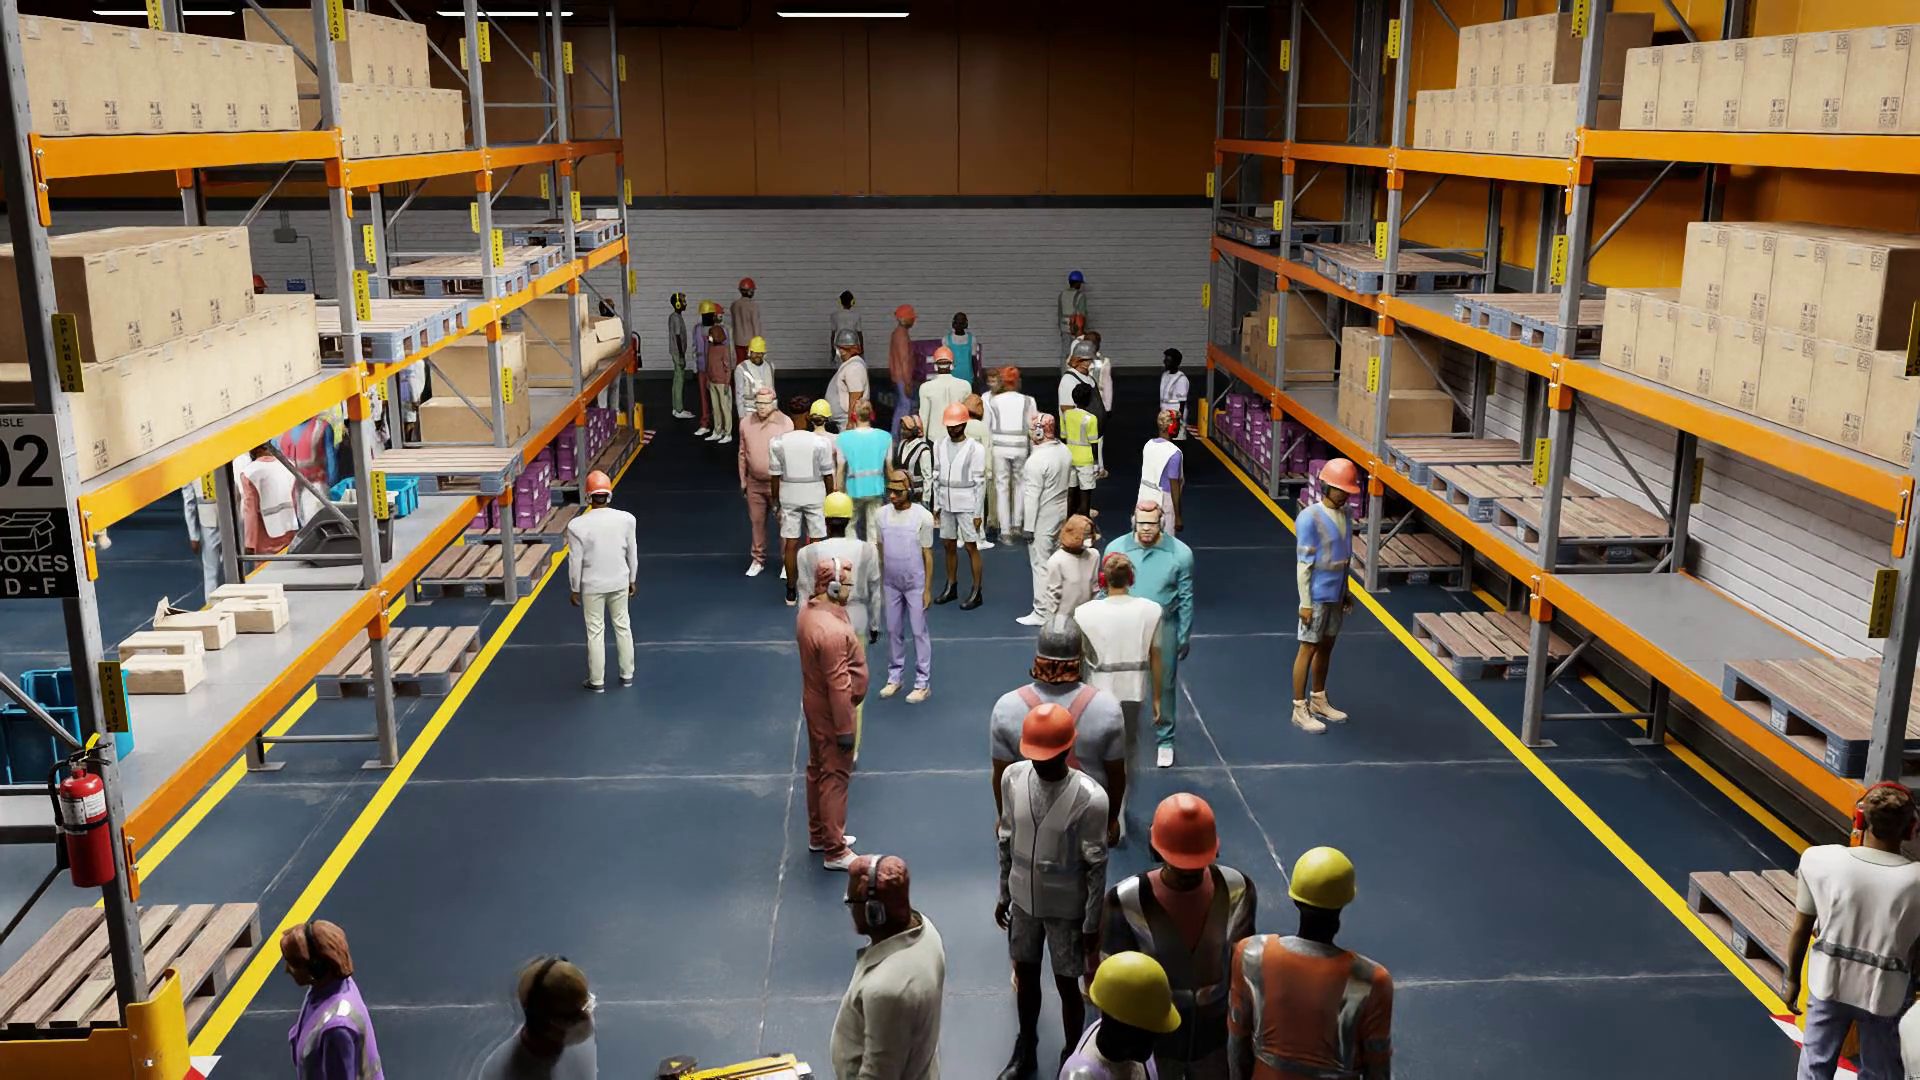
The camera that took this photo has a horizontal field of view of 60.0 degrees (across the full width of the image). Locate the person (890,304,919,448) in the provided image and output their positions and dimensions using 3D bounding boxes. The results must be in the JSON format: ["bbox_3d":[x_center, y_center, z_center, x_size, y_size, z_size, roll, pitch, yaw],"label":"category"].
[{"bbox_3d":[-0.748,-2.190,22.418,0.396,1.991,0.623,-3,15,-12],"label":"person"}]

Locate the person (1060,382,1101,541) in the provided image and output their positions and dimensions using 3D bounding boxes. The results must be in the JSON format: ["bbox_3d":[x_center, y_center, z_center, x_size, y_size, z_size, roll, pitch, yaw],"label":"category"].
[{"bbox_3d":[1.283,-0.828,17.657,0.318,1.697,0.535,-12,19,-39],"label":"person"}]

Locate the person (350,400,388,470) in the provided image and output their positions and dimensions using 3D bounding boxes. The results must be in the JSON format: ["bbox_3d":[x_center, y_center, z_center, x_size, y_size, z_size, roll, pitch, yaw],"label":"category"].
[{"bbox_3d":[-7.569,-1.869,21.176,0.621,1.986,0.409,4,15,14],"label":"person"}]

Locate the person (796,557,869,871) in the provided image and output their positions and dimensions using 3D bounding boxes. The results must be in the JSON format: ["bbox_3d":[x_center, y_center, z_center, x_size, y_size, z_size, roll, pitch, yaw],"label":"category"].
[{"bbox_3d":[-0.745,1.031,9.951,0.409,1.904,0.640,-5,15,-19],"label":"person"}]

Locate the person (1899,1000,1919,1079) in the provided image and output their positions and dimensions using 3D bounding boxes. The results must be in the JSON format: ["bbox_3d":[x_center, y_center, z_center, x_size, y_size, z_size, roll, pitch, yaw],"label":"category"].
[{"bbox_3d":[3.363,2.179,5.483,0.981,1.874,0.629,-7,16,-27],"label":"person"}]

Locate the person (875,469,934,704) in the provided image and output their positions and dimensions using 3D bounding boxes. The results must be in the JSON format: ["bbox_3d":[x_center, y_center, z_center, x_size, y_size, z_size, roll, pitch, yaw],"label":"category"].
[{"bbox_3d":[-0.429,0.348,12.773,0.501,1.839,0.341,7,16,24],"label":"person"}]

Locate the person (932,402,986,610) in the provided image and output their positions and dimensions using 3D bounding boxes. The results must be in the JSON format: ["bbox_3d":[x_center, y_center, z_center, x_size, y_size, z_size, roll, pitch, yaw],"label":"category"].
[{"bbox_3d":[-0.028,-0.310,15.178,0.542,1.928,0.395,10,17,34],"label":"person"}]

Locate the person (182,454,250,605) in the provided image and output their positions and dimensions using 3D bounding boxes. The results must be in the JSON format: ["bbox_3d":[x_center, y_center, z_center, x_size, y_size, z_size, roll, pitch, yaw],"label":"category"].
[{"bbox_3d":[-6.392,-0.106,14.407,0.593,1.910,0.408,-12,19,-40],"label":"person"}]

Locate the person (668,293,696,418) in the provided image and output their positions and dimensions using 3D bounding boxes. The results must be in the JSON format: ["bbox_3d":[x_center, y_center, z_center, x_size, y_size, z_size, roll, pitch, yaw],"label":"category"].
[{"bbox_3d":[-4.189,-2.766,24.917,0.329,1.872,0.509,-5,15,-18],"label":"person"}]

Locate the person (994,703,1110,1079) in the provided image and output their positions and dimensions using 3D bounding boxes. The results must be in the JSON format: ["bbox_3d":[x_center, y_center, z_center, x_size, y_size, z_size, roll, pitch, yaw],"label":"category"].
[{"bbox_3d":[0.395,1.640,7.523,0.548,1.926,0.387,9,17,32],"label":"person"}]

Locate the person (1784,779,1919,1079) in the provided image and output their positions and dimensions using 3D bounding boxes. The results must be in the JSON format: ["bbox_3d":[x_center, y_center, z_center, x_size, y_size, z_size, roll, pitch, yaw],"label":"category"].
[{"bbox_3d":[3.663,1.871,6.782,0.562,1.837,0.388,10,17,35],"label":"person"}]

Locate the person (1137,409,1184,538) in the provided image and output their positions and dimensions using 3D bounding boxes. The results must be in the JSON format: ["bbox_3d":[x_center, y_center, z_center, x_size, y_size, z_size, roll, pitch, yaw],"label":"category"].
[{"bbox_3d":[1.836,-0.281,15.230,0.389,1.839,0.565,-5,15,-20],"label":"person"}]

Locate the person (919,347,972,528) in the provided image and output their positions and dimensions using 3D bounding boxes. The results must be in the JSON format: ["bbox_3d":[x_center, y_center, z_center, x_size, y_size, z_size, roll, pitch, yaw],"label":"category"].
[{"bbox_3d":[-0.160,-1.121,18.230,0.611,1.985,0.393,-3,15,-12],"label":"person"}]

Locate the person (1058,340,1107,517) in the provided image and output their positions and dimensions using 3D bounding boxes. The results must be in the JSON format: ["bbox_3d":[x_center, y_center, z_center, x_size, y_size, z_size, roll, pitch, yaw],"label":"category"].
[{"bbox_3d":[1.366,-1.214,18.483,0.535,2.000,0.681,6,16,23],"label":"person"}]

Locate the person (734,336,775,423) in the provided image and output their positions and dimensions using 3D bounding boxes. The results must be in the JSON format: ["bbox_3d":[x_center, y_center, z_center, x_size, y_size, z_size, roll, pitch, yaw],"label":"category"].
[{"bbox_3d":[-2.477,-1.587,20.370,0.404,1.829,0.591,14,20,43],"label":"person"}]

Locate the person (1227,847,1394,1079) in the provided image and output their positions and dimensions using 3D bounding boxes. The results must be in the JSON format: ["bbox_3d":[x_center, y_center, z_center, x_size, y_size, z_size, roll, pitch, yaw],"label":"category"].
[{"bbox_3d":[1.254,2.020,6.015,0.589,1.928,0.386,7,16,26],"label":"person"}]

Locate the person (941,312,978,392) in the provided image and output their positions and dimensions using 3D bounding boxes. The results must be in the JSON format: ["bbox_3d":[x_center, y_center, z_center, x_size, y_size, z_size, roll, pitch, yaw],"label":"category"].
[{"bbox_3d":[-0.005,-2.197,22.737,0.508,1.842,0.332,-1,14,-3],"label":"person"}]

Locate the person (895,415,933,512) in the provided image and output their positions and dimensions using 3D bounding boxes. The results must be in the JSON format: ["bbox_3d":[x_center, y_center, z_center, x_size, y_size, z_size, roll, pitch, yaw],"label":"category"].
[{"bbox_3d":[-0.448,-0.403,16.101,0.310,1.638,0.523,-10,17,-33],"label":"person"}]

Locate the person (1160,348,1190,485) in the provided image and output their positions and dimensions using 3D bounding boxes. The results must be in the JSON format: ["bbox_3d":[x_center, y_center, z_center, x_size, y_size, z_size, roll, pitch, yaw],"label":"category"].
[{"bbox_3d":[2.603,-1.507,20.339,0.318,1.690,0.527,-6,15,-22],"label":"person"}]

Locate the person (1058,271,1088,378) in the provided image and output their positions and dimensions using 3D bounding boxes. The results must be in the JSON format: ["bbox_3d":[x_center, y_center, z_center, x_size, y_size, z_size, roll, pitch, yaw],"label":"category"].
[{"bbox_3d":[1.888,-3.496,27.649,0.403,1.937,0.604,-13,19,-42],"label":"person"}]

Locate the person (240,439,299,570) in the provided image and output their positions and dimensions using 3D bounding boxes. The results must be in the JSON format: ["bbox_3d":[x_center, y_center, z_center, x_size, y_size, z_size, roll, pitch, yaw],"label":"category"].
[{"bbox_3d":[-5.849,-0.048,14.186,0.390,1.905,0.598,4,15,16],"label":"person"}]

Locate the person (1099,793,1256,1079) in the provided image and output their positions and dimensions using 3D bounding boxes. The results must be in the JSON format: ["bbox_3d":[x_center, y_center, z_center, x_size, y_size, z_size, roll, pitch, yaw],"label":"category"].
[{"bbox_3d":[0.832,1.898,6.307,0.613,2.028,0.409,-3,15,-12],"label":"person"}]

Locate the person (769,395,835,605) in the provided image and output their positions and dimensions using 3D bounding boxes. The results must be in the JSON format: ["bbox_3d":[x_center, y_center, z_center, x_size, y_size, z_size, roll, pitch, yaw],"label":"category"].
[{"bbox_3d":[-1.443,-0.359,15.290,0.602,1.958,0.369,0,14,1],"label":"person"}]

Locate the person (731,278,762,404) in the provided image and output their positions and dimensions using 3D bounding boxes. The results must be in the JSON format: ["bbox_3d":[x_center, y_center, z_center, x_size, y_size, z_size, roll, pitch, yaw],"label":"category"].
[{"bbox_3d":[-3.303,-3.089,25.957,0.616,1.987,0.405,12,19,40],"label":"person"}]

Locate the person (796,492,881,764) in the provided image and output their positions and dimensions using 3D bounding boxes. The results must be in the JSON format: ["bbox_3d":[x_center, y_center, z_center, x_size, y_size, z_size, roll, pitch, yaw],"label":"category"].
[{"bbox_3d":[-0.856,0.584,11.763,0.591,1.870,0.999,-2,14,-7],"label":"person"}]

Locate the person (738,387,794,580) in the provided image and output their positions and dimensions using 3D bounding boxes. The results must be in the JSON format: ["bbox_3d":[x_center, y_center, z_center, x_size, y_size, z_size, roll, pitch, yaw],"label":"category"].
[{"bbox_3d":[-1.865,-0.553,16.185,0.643,1.899,0.396,5,15,17],"label":"person"}]

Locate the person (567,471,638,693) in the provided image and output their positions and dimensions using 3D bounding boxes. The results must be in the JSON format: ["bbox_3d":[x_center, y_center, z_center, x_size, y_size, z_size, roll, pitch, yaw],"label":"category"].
[{"bbox_3d":[-2.796,0.322,13.029,0.566,1.751,0.329,-9,17,-32],"label":"person"}]

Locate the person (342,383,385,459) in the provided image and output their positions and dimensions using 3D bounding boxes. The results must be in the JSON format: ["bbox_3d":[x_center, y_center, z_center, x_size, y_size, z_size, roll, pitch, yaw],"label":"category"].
[{"bbox_3d":[-7.161,-1.504,19.960,0.578,1.876,0.361,7,16,25],"label":"person"}]

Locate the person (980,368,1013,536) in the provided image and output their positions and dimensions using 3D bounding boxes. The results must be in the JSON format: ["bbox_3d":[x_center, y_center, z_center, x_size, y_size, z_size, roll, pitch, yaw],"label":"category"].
[{"bbox_3d":[0.419,-0.950,17.896,0.577,1.795,0.809,6,15,22],"label":"person"}]

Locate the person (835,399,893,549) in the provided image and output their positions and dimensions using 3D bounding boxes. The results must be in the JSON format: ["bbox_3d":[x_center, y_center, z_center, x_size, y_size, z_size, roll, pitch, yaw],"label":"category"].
[{"bbox_3d":[-0.932,-0.445,15.892,0.608,1.819,0.612,-5,15,-18],"label":"person"}]

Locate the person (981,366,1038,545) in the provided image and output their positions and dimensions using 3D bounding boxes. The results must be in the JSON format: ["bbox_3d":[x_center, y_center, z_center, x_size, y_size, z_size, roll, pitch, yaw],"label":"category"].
[{"bbox_3d":[0.510,-0.926,17.714,0.606,1.848,0.828,-1,14,-4],"label":"person"}]

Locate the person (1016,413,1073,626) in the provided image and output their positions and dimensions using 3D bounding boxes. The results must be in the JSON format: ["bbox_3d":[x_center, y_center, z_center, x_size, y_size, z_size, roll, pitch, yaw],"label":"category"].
[{"bbox_3d":[0.738,-0.186,14.736,0.399,1.900,0.644,9,17,30],"label":"person"}]

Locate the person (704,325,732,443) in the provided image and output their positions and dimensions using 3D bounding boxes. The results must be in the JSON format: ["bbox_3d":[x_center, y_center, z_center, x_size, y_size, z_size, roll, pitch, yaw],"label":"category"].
[{"bbox_3d":[-3.345,-2.159,23.007,0.283,1.633,0.497,-14,20,-43],"label":"person"}]

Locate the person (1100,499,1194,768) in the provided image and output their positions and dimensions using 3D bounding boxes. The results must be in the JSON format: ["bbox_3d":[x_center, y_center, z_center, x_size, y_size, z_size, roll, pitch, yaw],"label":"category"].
[{"bbox_3d":[1.284,0.641,11.495,0.647,1.899,0.400,4,15,14],"label":"person"}]

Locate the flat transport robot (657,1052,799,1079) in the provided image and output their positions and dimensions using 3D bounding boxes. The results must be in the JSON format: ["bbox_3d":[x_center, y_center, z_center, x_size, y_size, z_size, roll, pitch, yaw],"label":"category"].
[{"bbox_3d":[-0.844,2.593,7.067,0.652,0.197,1.431,-5,15,-19],"label":"flat transport robot"}]

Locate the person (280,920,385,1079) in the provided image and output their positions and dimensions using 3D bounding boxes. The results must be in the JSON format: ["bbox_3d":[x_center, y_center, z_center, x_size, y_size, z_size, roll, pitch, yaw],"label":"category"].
[{"bbox_3d":[-2.266,2.147,6.111,0.314,1.631,0.523,-7,16,-25],"label":"person"}]

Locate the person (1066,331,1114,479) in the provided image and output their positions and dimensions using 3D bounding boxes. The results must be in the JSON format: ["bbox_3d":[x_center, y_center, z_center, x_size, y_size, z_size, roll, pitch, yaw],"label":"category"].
[{"bbox_3d":[1.633,-1.686,20.749,0.641,1.836,0.429,9,17,32],"label":"person"}]

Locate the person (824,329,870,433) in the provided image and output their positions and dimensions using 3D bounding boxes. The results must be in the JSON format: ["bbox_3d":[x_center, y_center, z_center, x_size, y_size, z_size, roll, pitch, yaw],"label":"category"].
[{"bbox_3d":[-1.321,-1.450,19.412,0.536,2.000,0.688,0,14,-1],"label":"person"}]

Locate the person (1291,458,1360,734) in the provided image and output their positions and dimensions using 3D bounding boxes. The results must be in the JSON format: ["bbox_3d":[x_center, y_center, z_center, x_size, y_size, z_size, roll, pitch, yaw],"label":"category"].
[{"bbox_3d":[2.695,0.395,12.182,0.605,2.034,0.392,-14,20,-43],"label":"person"}]

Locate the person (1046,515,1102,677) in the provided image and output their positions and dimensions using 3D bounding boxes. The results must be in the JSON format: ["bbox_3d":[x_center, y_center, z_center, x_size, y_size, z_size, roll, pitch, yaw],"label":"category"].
[{"bbox_3d":[0.827,0.599,12.217,0.511,1.623,0.322,-11,18,-36],"label":"person"}]

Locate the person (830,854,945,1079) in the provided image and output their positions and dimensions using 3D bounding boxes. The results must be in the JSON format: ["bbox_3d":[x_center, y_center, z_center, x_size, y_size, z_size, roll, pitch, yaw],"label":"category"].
[{"bbox_3d":[-0.267,2.034,6.037,0.401,1.895,0.653,2,14,8],"label":"person"}]

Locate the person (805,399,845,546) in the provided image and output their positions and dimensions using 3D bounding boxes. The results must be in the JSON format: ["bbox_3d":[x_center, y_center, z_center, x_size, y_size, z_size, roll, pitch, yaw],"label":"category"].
[{"bbox_3d":[-1.343,-0.489,16.186,0.524,1.769,0.314,1,14,5],"label":"person"}]

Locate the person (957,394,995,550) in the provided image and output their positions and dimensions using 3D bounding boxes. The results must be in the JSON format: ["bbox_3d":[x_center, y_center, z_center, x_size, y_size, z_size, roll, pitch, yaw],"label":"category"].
[{"bbox_3d":[0.131,-0.713,17.328,0.497,1.633,0.279,10,17,35],"label":"person"}]

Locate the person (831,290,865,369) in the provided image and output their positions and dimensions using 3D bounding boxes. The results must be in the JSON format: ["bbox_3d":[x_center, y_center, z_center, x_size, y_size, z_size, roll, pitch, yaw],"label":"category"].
[{"bbox_3d":[-1.705,-2.841,25.223,0.534,1.864,0.310,2,14,9],"label":"person"}]

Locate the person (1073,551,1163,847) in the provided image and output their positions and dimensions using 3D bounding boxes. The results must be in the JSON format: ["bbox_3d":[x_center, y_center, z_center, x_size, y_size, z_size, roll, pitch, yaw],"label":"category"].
[{"bbox_3d":[0.939,0.940,10.462,0.578,1.808,0.866,-3,15,-11],"label":"person"}]

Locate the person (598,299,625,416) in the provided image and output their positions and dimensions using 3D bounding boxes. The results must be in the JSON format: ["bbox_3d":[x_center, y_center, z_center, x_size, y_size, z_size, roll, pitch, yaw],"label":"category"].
[{"bbox_3d":[-5.123,-2.607,24.348,0.429,1.846,0.627,7,16,25],"label":"person"}]

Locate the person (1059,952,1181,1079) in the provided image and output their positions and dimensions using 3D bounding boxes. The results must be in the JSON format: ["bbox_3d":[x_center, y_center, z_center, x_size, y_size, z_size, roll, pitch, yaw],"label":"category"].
[{"bbox_3d":[0.500,2.193,5.375,0.396,1.912,0.588,6,15,22],"label":"person"}]

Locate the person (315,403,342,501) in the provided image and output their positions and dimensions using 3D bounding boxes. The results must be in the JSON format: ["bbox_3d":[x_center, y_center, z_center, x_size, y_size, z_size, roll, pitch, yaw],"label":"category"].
[{"bbox_3d":[-6.937,-1.118,18.352,0.393,1.922,0.590,-3,15,-12],"label":"person"}]

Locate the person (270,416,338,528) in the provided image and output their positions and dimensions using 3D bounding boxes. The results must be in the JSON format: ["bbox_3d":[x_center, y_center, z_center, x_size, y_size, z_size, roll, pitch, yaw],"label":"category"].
[{"bbox_3d":[-6.522,-0.571,16.482,0.636,1.788,0.999,-1,14,-3],"label":"person"}]

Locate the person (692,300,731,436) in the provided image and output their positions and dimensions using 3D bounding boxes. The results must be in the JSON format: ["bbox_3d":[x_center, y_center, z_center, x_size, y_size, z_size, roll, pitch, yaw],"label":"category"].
[{"bbox_3d":[-3.514,-2.416,23.429,0.585,1.928,0.379,5,15,20],"label":"person"}]

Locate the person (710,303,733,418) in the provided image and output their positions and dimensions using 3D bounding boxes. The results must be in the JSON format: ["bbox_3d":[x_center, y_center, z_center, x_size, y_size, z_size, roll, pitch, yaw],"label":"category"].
[{"bbox_3d":[-3.599,-2.648,24.706,0.562,1.742,0.337,14,20,43],"label":"person"}]

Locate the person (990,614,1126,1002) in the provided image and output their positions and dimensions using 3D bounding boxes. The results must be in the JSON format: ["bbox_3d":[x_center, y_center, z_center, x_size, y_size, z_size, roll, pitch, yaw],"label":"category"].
[{"bbox_3d":[0.495,1.348,8.426,0.674,2.000,0.535,1,14,3],"label":"person"}]

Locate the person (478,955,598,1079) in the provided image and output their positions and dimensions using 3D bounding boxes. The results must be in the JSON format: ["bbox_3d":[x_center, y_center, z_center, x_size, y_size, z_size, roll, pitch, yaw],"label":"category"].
[{"bbox_3d":[-1.333,2.205,5.425,1.072,1.860,0.639,5,15,20],"label":"person"}]
